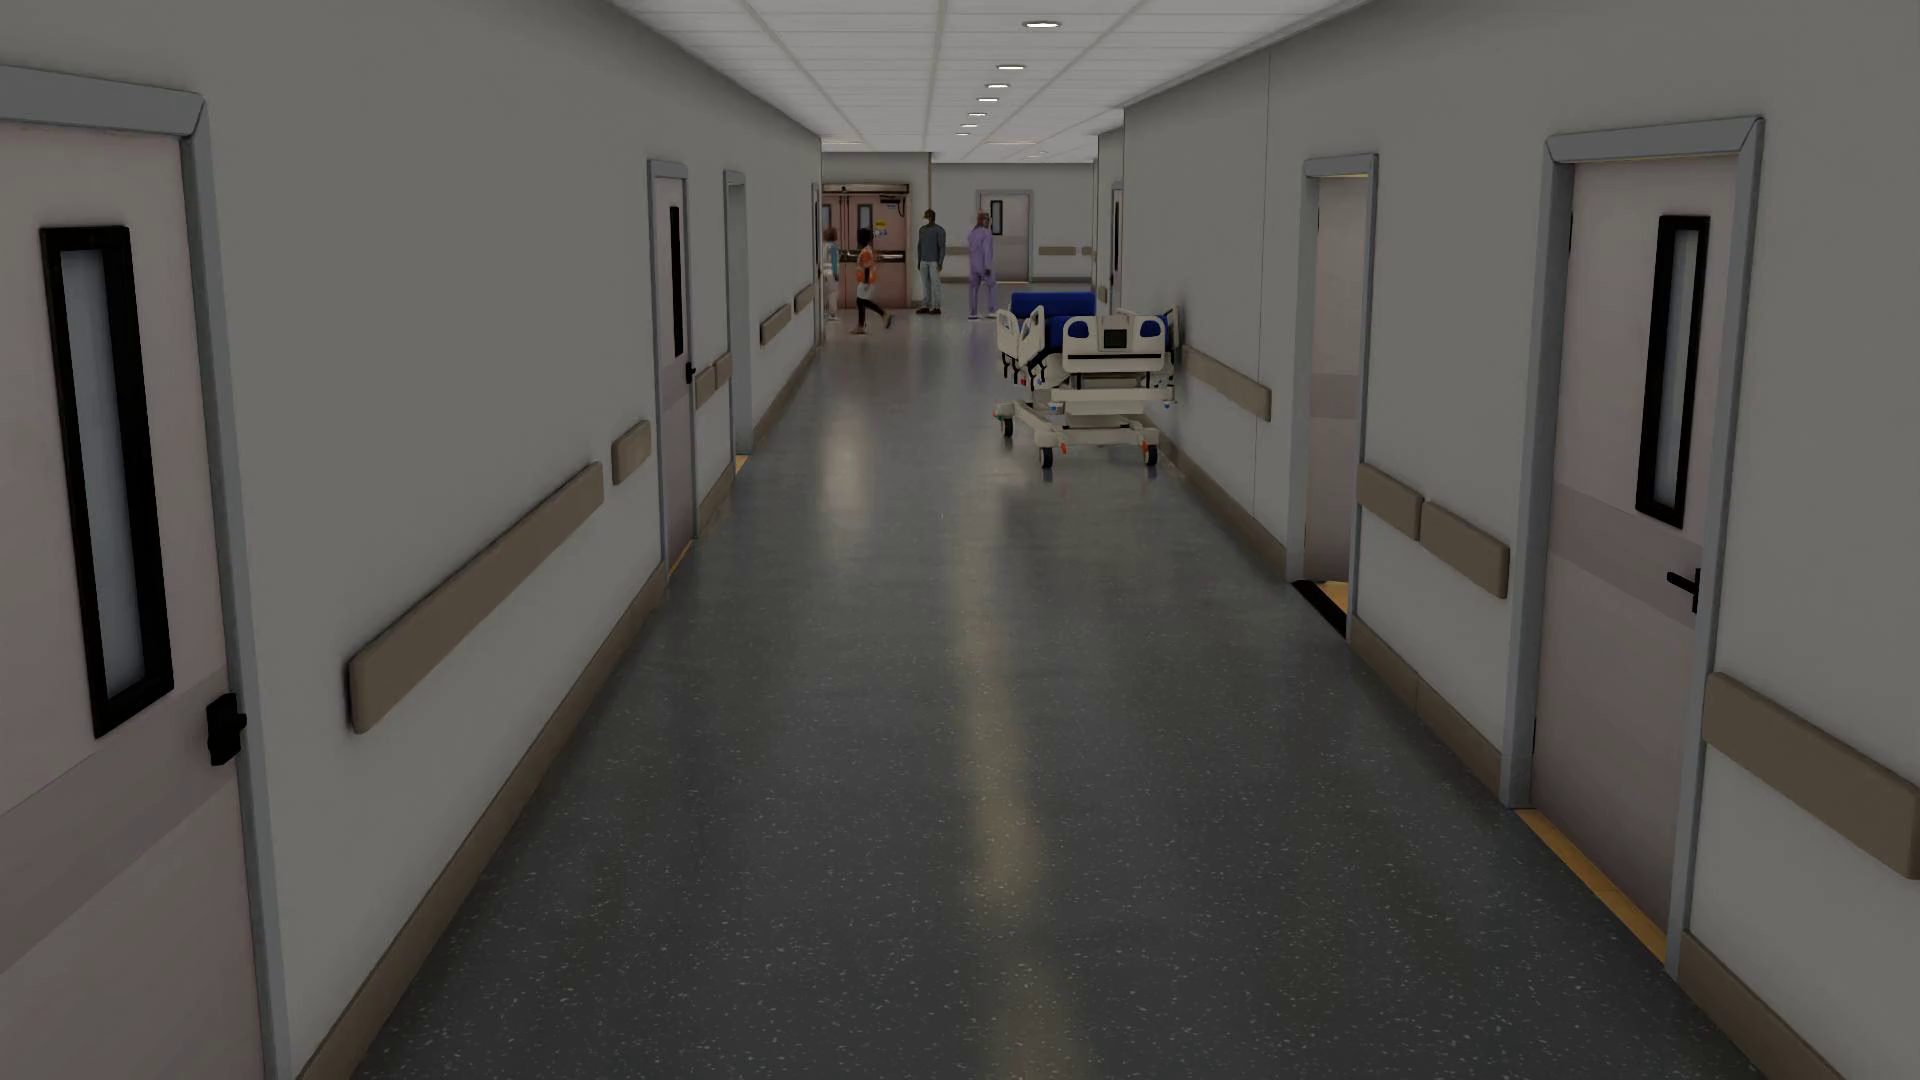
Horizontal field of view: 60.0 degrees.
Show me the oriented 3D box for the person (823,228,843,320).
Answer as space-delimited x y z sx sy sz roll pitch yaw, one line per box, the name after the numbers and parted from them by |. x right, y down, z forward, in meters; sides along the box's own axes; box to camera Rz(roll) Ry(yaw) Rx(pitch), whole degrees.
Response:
-2.275 -4.679 29.310 0.411 1.628 0.519 -2 12 -11 | person

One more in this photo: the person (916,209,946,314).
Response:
-0.546 -5.163 30.904 0.627 1.940 0.371 10 15 39 | person

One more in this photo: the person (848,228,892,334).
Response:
-1.434 -4.108 26.380 0.629 1.679 0.542 0 12 1 | person

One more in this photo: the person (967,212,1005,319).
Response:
0.471 -4.884 29.670 0.776 1.878 0.671 -8 14 -34 | person
